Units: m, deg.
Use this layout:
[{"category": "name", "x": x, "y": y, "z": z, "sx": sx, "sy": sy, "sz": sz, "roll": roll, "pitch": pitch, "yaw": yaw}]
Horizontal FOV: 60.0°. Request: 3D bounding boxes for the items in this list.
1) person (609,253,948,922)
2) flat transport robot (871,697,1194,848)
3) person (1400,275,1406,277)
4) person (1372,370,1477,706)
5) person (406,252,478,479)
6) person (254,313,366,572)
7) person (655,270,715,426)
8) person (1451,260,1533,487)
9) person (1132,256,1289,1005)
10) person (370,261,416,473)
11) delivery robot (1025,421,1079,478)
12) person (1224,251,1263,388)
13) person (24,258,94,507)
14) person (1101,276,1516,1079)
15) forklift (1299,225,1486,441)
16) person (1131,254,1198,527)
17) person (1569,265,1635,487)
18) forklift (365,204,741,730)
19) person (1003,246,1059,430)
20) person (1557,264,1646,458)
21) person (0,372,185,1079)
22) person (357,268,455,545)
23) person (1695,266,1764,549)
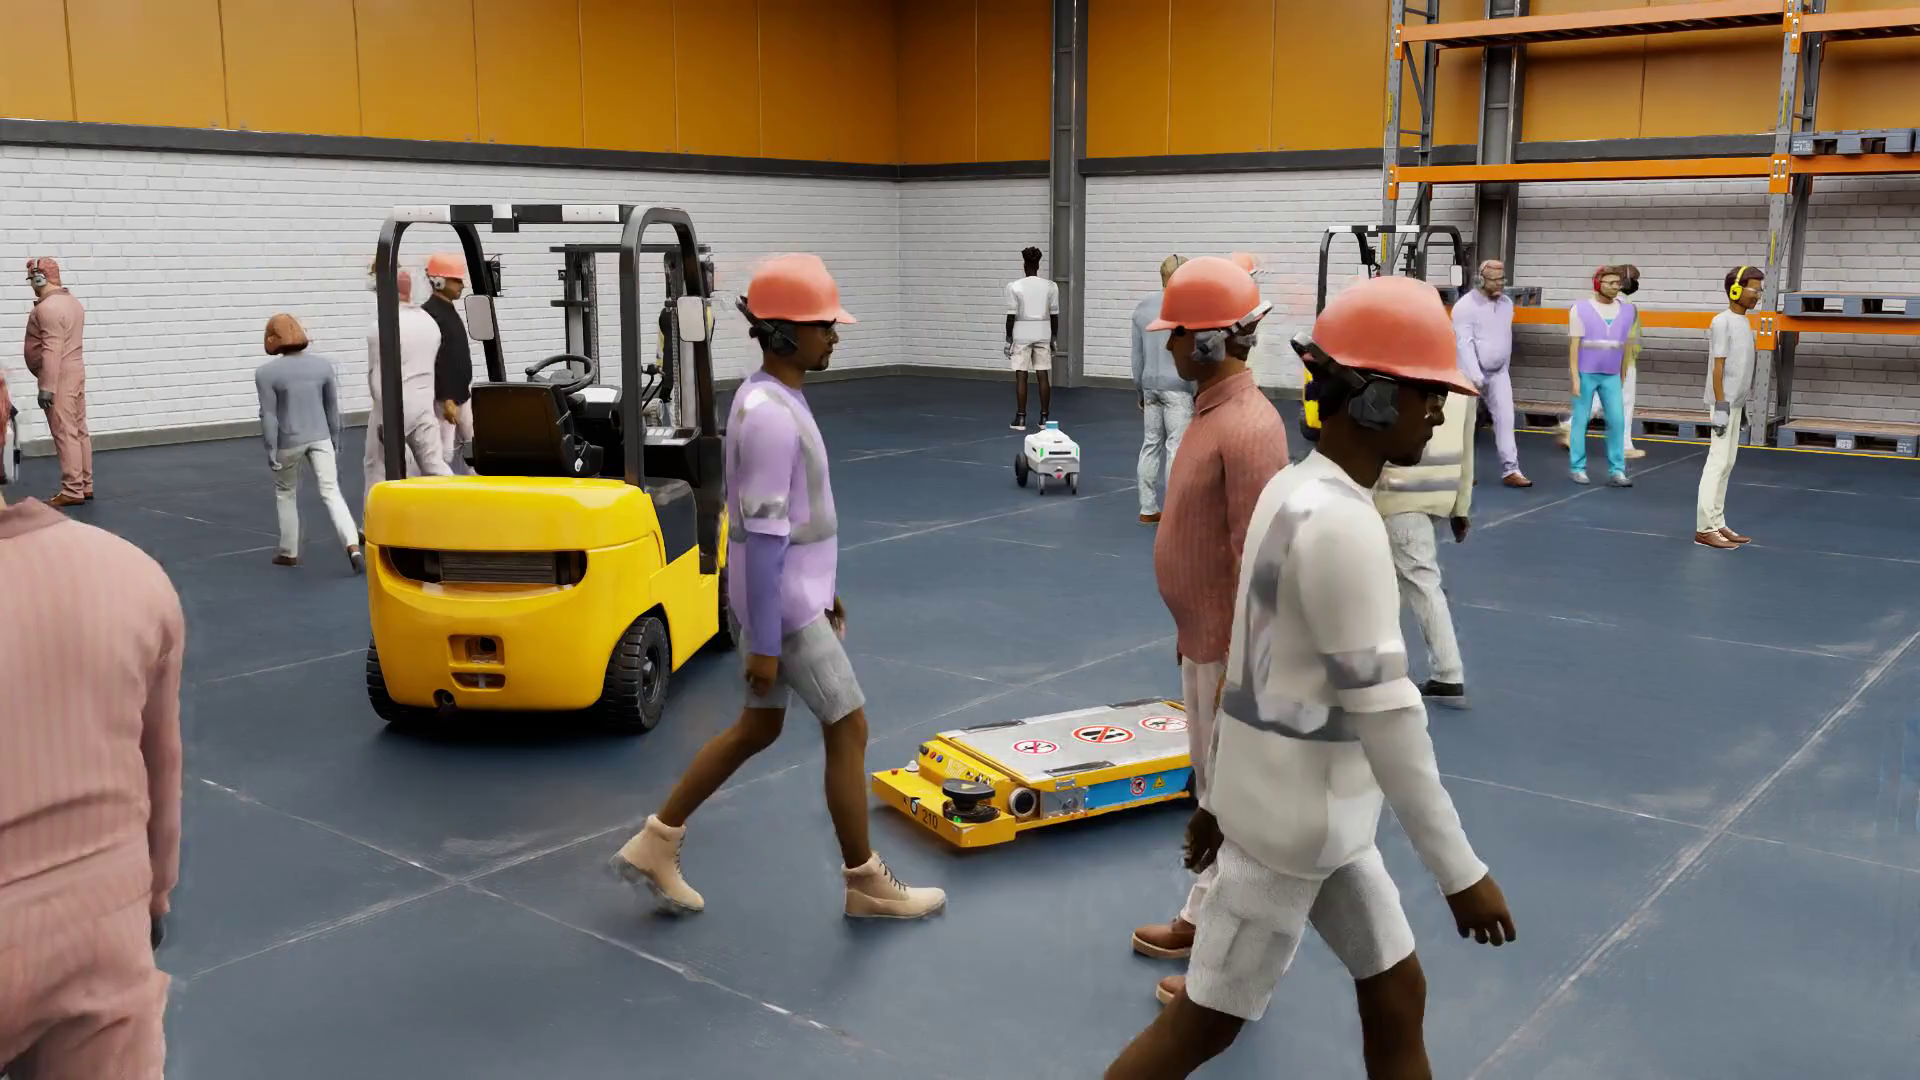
[{"category": "person", "x": -0.567, "y": 0.169, "z": 4.885, "sx": 0.969, "sy": 2.008, "sz": 0.607, "roll": -2, "pitch": 10, "yaw": -10}, {"category": "flat transport robot", "x": 0.459, "y": 0.816, "z": 6.078, "sx": 1.431, "sy": 0.197, "sz": 0.652, "roll": -6, "pitch": 12, "yaw": -29}, {"category": "person", "x": 2.608, "y": -0.712, "z": 10.243, "sx": 0.638, "sy": 1.825, "sz": 0.661, "roll": -2, "pitch": 10, "yaw": -11}, {"category": "person", "x": 1.994, "y": -0.193, "z": 7.485, "sx": 0.588, "sy": 1.783, "sz": 0.934, "roll": -8, "pitch": 13, "yaw": -37}, {"category": "person", "x": -3.566, "y": -0.999, "z": 11.455, "sx": 0.864, "sy": 1.960, "sz": 0.619, "roll": 1, "pitch": 10, "yaw": 5}, {"category": "person", "x": -3.994, "y": -0.585, "z": 10.197, "sx": 0.523, "sy": 1.599, "sz": 0.785, "roll": -9, "pitch": 14, "yaw": -41}, {"category": "person", "x": -2.213, "y": -1.271, "z": 13.296, "sx": 0.429, "sy": 1.845, "sz": 0.621, "roll": 4, "pitch": 11, "yaw": 21}, {"category": "person", "x": 4.356, "y": -1.350, "z": 13.658, "sx": 0.658, "sy": 1.866, "sz": 0.883, "roll": -4, "pitch": 11, "yaw": -21}, {"category": "person", "x": 0.678, "y": 0.254, "z": 4.431, "sx": 0.392, "sy": 1.991, "sz": 0.613, "roll": 0, "pitch": 10, "yaw": -1}, {"category": "person", "x": -4.271, "y": -1.188, "z": 12.716, "sx": 0.362, "sy": 1.931, "sz": 0.660, "roll": -3, "pitch": 11, "yaw": -18}, {"category": "delivery robot", "x": 0.748, "y": -0.725, "z": 13.574, "sx": 0.477, "sy": 0.478, "sz": 0.707, "roll": -1, "pitch": 10, "yaw": -8}, {"category": "person", "x": 2.196, "y": -1.241, "z": 12.825, "sx": 0.981, "sy": 1.956, "sz": 0.622, "roll": 2, "pitch": 10, "yaw": 12}, {"category": "person", "x": -6.946, "y": -1.208, "z": 12.783, "sx": 0.406, "sy": 1.902, "sz": 0.639, "roll": -2, "pitch": 10, "yaw": -11}, {"category": "person", "x": 0.619, "y": 0.505, "z": 3.118, "sx": 1.113, "sy": 1.983, "sz": 0.612, "roll": 2, "pitch": 10, "yaw": 11}, {"category": "forklift", "x": 4.449, "y": -2.115, "z": 16.993, "sx": 1.214, "sy": 2.155, "sz": 2.313, "roll": 8, "pitch": 13, "yaw": 38}, {"category": "person", "x": 1.473, "y": -1.031, "z": 11.700, "sx": 0.351, "sy": 1.935, "sz": 0.635, "roll": -8, "pitch": 13, "yaw": -39}, {"category": "person", "x": 5.284, "y": -1.327, "z": 13.652, "sx": 0.574, "sy": 1.820, "sz": 0.782, "roll": -1, "pitch": 10, "yaw": -4}, {"category": "forklift", "x": -1.766, "y": -0.406, "z": 7.525, "sx": 1.214, "sy": 2.155, "sz": 2.313, "roll": 1, "pitch": 10, "yaw": 7}, {"category": "person", "x": 0.766, "y": -2.167, "z": 17.911, "sx": 0.613, "sy": 1.964, "sz": 0.361, "roll": -3, "pitch": 11, "yaw": -16}, {"category": "person", "x": 6.045, "y": -1.657, "z": 15.508, "sx": 0.734, "sy": 1.821, "sz": 0.632, "roll": -1, "pitch": 10, "yaw": -4}, {"category": "person", "x": -1.589, "y": 0.632, "z": 2.659, "sx": 0.873, "sy": 1.871, "sz": 0.672, "roll": 7, "pitch": 12, "yaw": 33}, {"category": "person", "x": -3.636, "y": -0.865, "z": 10.987, "sx": 0.970, "sy": 1.864, "sz": 0.652, "roll": 4, "pitch": 11, "yaw": 20}, {"category": "person", "x": 5.132, "y": -0.879, "z": 11.062, "sx": 0.328, "sy": 1.865, "sz": 0.509, "roll": 8, "pitch": 13, "yaw": 39}]
